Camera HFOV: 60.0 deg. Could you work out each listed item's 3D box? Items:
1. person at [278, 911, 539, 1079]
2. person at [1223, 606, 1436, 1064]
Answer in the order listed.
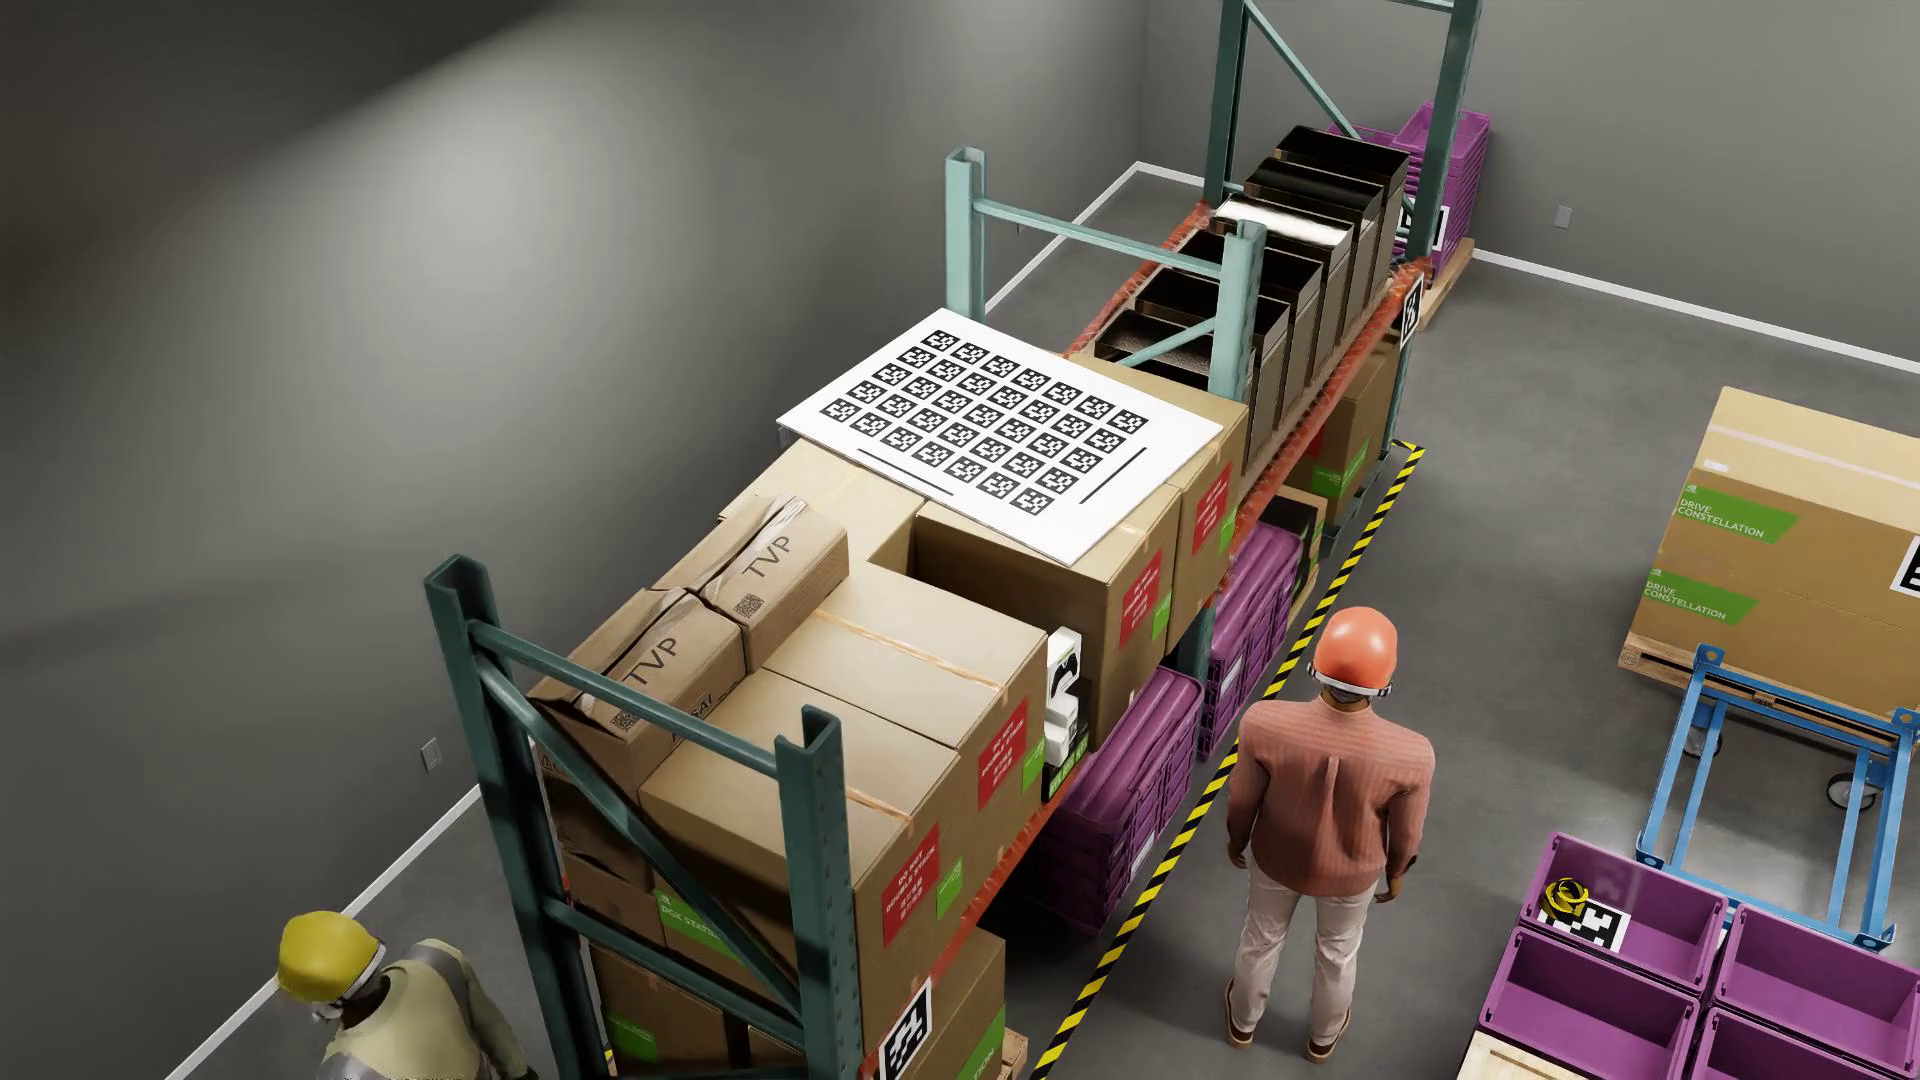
[{"bbox_3d":[-1.525,1.671,4.718,0.479,1.804,0.603,7,41,8],"label":"person"},{"bbox_3d":[1.153,0.995,5.368,0.609,1.995,0.375,10,41,12],"label":"person"}]
